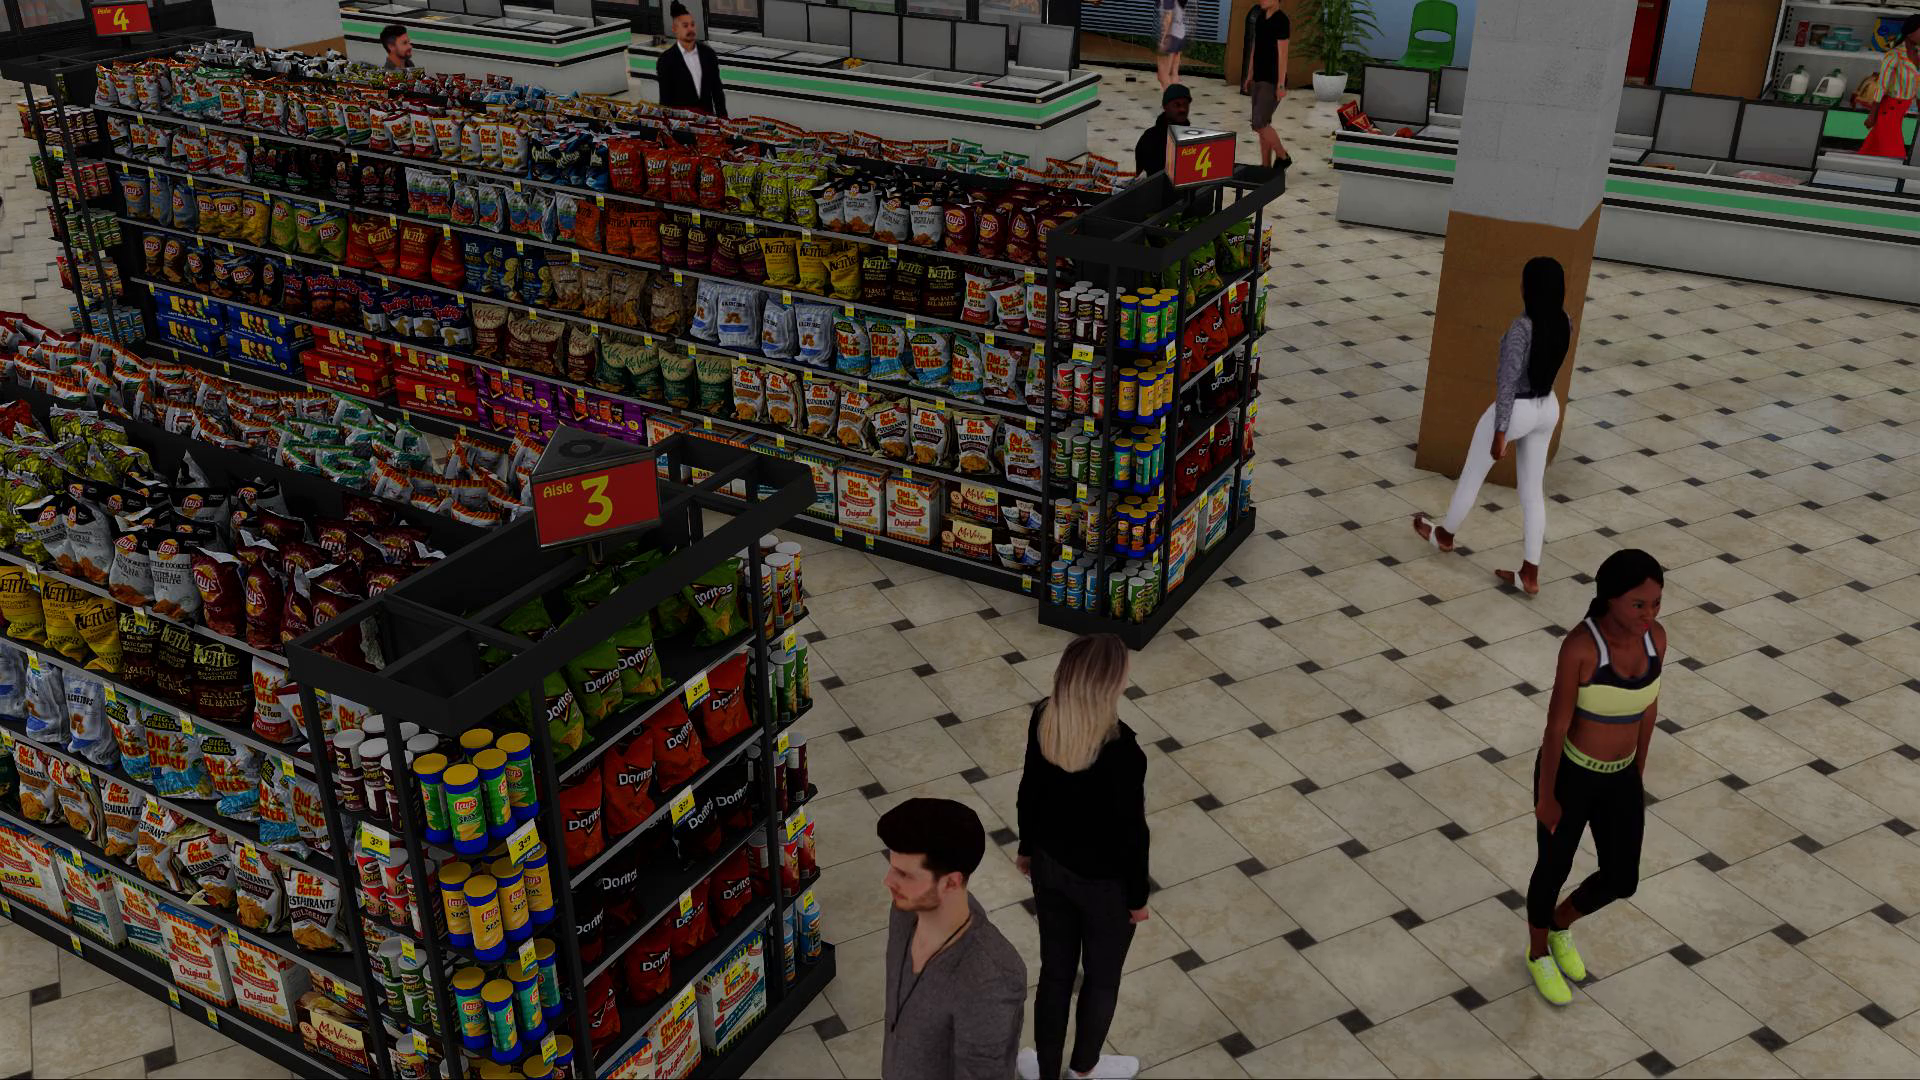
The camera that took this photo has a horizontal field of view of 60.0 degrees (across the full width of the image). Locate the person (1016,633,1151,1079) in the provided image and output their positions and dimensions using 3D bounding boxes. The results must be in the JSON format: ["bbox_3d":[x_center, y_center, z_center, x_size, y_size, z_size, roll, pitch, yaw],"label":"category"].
[{"bbox_3d":[0.357,1.047,5.150,0.642,1.673,0.788,20,33,34],"label":"person"}]

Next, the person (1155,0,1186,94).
[{"bbox_3d":[2.279,-5.370,17.792,0.581,1.683,0.768,17,32,30],"label":"person"}]

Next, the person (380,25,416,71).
[{"bbox_3d":[-4.418,-3.122,13.179,1.206,1.846,0.973,4,27,7],"label":"person"}]

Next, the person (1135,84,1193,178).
[{"bbox_3d":[1.406,-2.257,11.511,0.872,1.811,0.930,-8,28,-16],"label":"person"}]

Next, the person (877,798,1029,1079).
[{"bbox_3d":[0.066,1.450,4.129,1.137,1.876,1.224,-15,30,-27],"label":"person"}]

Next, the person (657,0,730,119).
[{"bbox_3d":[-2.247,-3.444,13.754,1.018,1.900,1.328,-19,33,-33],"label":"person"}]

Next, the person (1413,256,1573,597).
[{"bbox_3d":[2.838,-0.525,8.230,0.974,1.690,1.143,-14,30,-25],"label":"person"}]

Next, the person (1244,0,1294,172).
[{"bbox_3d":[2.943,-4.246,15.396,0.888,1.845,0.829,-7,28,-13],"label":"person"}]

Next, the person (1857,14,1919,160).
[{"bbox_3d":[7.813,-3.552,14.153,0.957,1.731,1.250,-16,31,-29],"label":"person"}]

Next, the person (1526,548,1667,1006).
[{"bbox_3d":[2.074,0.767,5.621,0.709,1.746,0.774,-6,27,-11],"label":"person"}]
